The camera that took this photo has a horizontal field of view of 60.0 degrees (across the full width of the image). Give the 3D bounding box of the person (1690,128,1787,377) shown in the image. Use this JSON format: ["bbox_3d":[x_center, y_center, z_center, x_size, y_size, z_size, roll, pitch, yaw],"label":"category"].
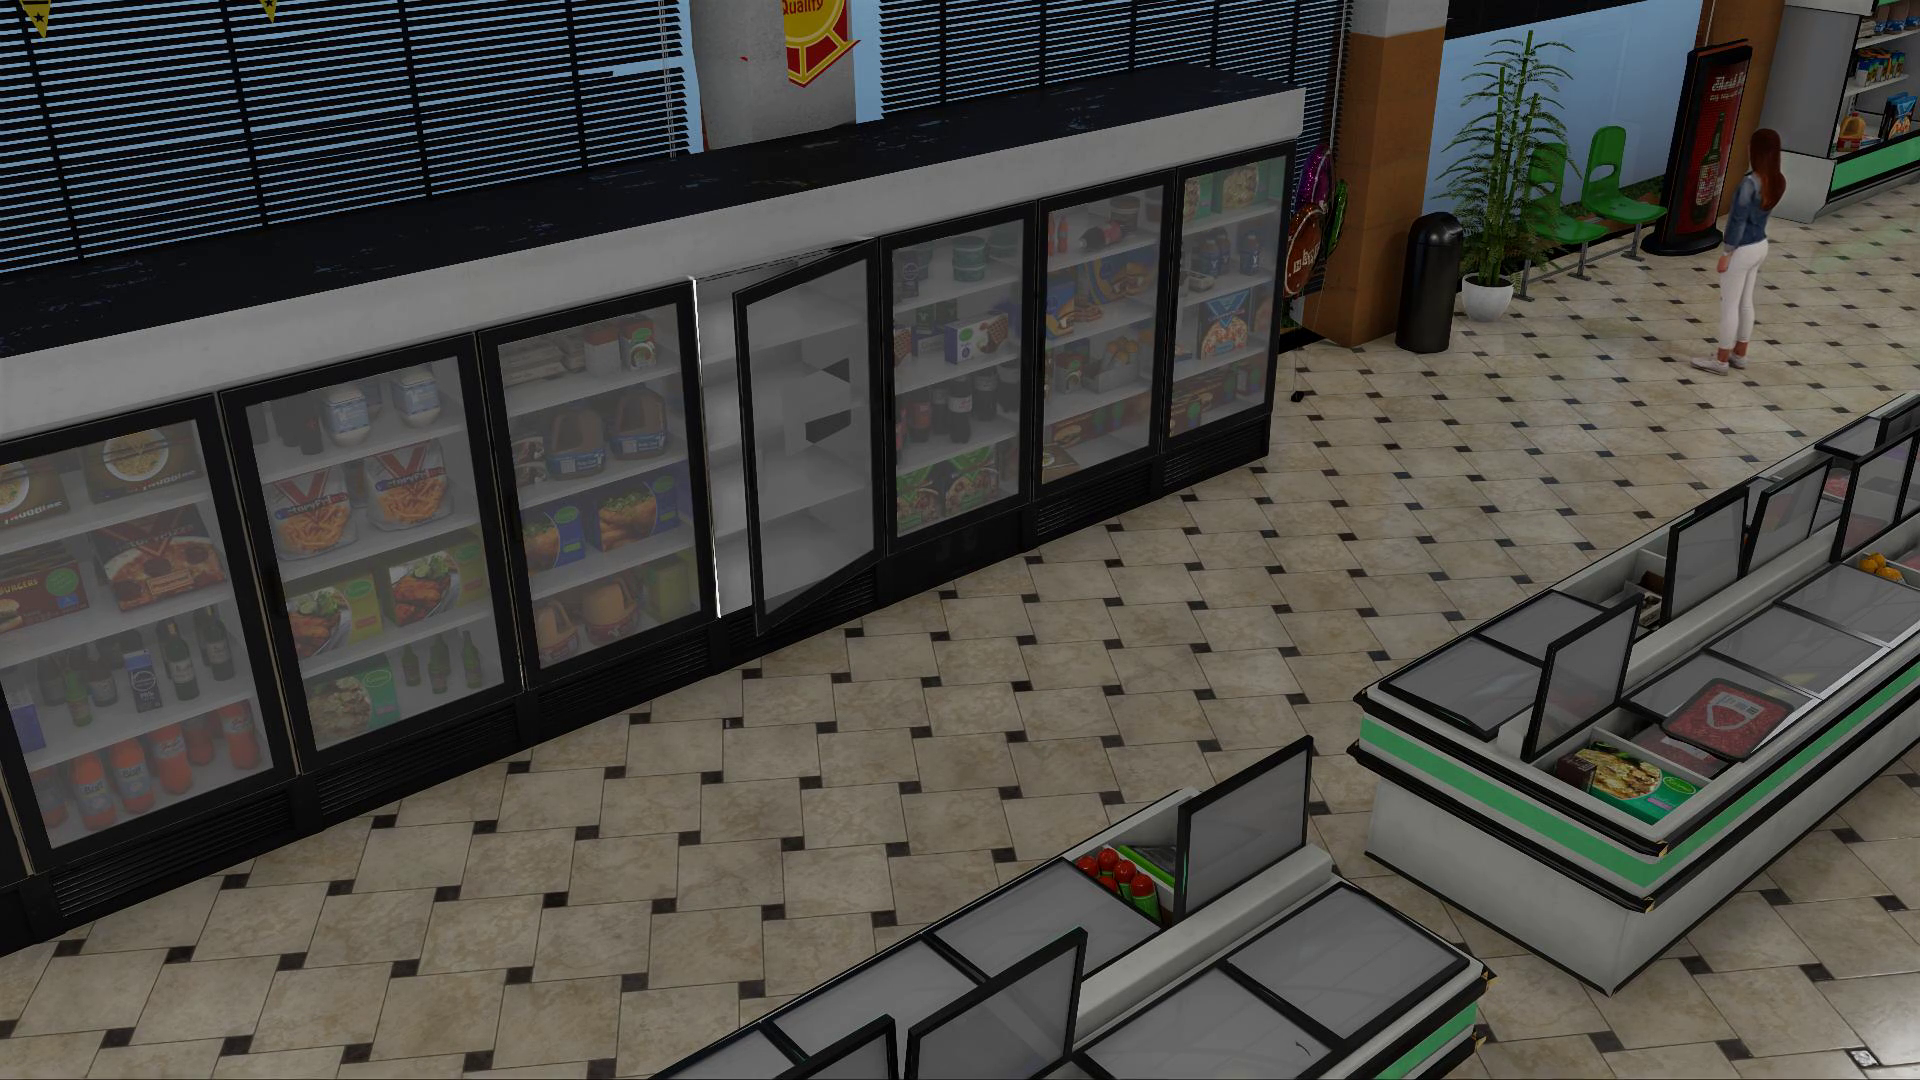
[{"bbox_3d":[5.440,-1.981,11.495,0.458,1.699,0.659,-22,34,-37],"label":"person"}]
